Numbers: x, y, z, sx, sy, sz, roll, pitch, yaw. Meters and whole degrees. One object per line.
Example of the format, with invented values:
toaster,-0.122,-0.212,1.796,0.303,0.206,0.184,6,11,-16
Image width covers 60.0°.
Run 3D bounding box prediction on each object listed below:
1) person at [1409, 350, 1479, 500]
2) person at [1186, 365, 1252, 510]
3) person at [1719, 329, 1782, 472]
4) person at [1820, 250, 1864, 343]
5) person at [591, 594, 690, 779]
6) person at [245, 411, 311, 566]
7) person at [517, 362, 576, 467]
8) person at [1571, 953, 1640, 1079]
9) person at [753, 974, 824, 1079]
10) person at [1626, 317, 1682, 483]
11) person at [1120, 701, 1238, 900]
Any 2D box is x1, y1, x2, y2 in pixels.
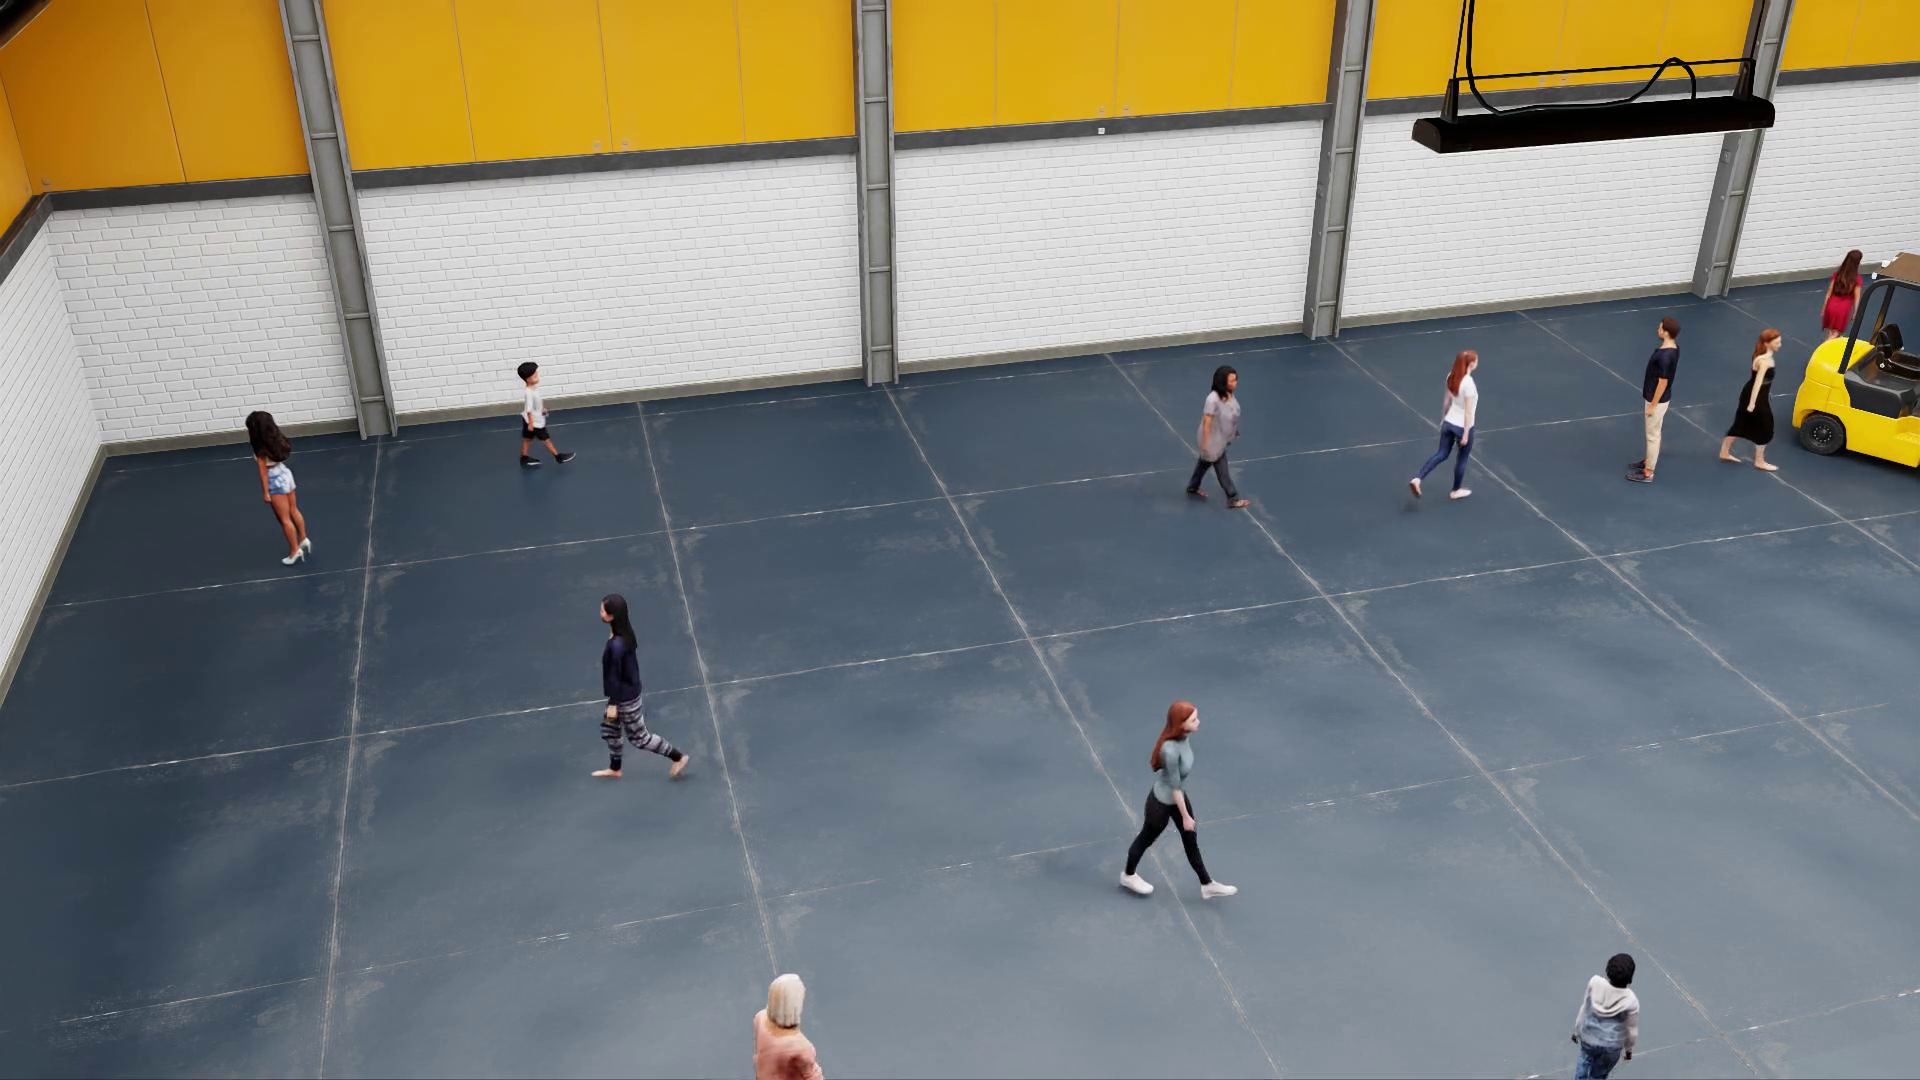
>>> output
person,5.141,-1.156,17.464,1.072,1.719,0.703,-13,31,-22
person,2.632,-1.112,17.538,1.093,1.569,1.003,13,31,22
person,8.675,-1.576,18.355,0.951,1.602,0.875,12,31,22
person,10.942,-2.842,20.760,1.122,1.522,0.860,-22,36,-35
person,-2.563,1.207,13.144,1.057,1.707,0.702,-3,29,-6
person,-6.722,-0.529,16.419,0.643,1.618,0.622,-1,29,-1
person,-4.774,-1.364,18.355,0.824,1.229,0.511,-6,29,-12
person,3.915,3.067,10.210,0.604,1.251,0.649,25,37,38
person,-1.059,3.216,9.469,0.997,1.699,0.834,-21,35,-33
person,7.554,-1.526,17.998,0.758,1.855,0.706,14,32,24
person,1.405,1.885,11.910,1.136,1.698,0.999,12,31,21
